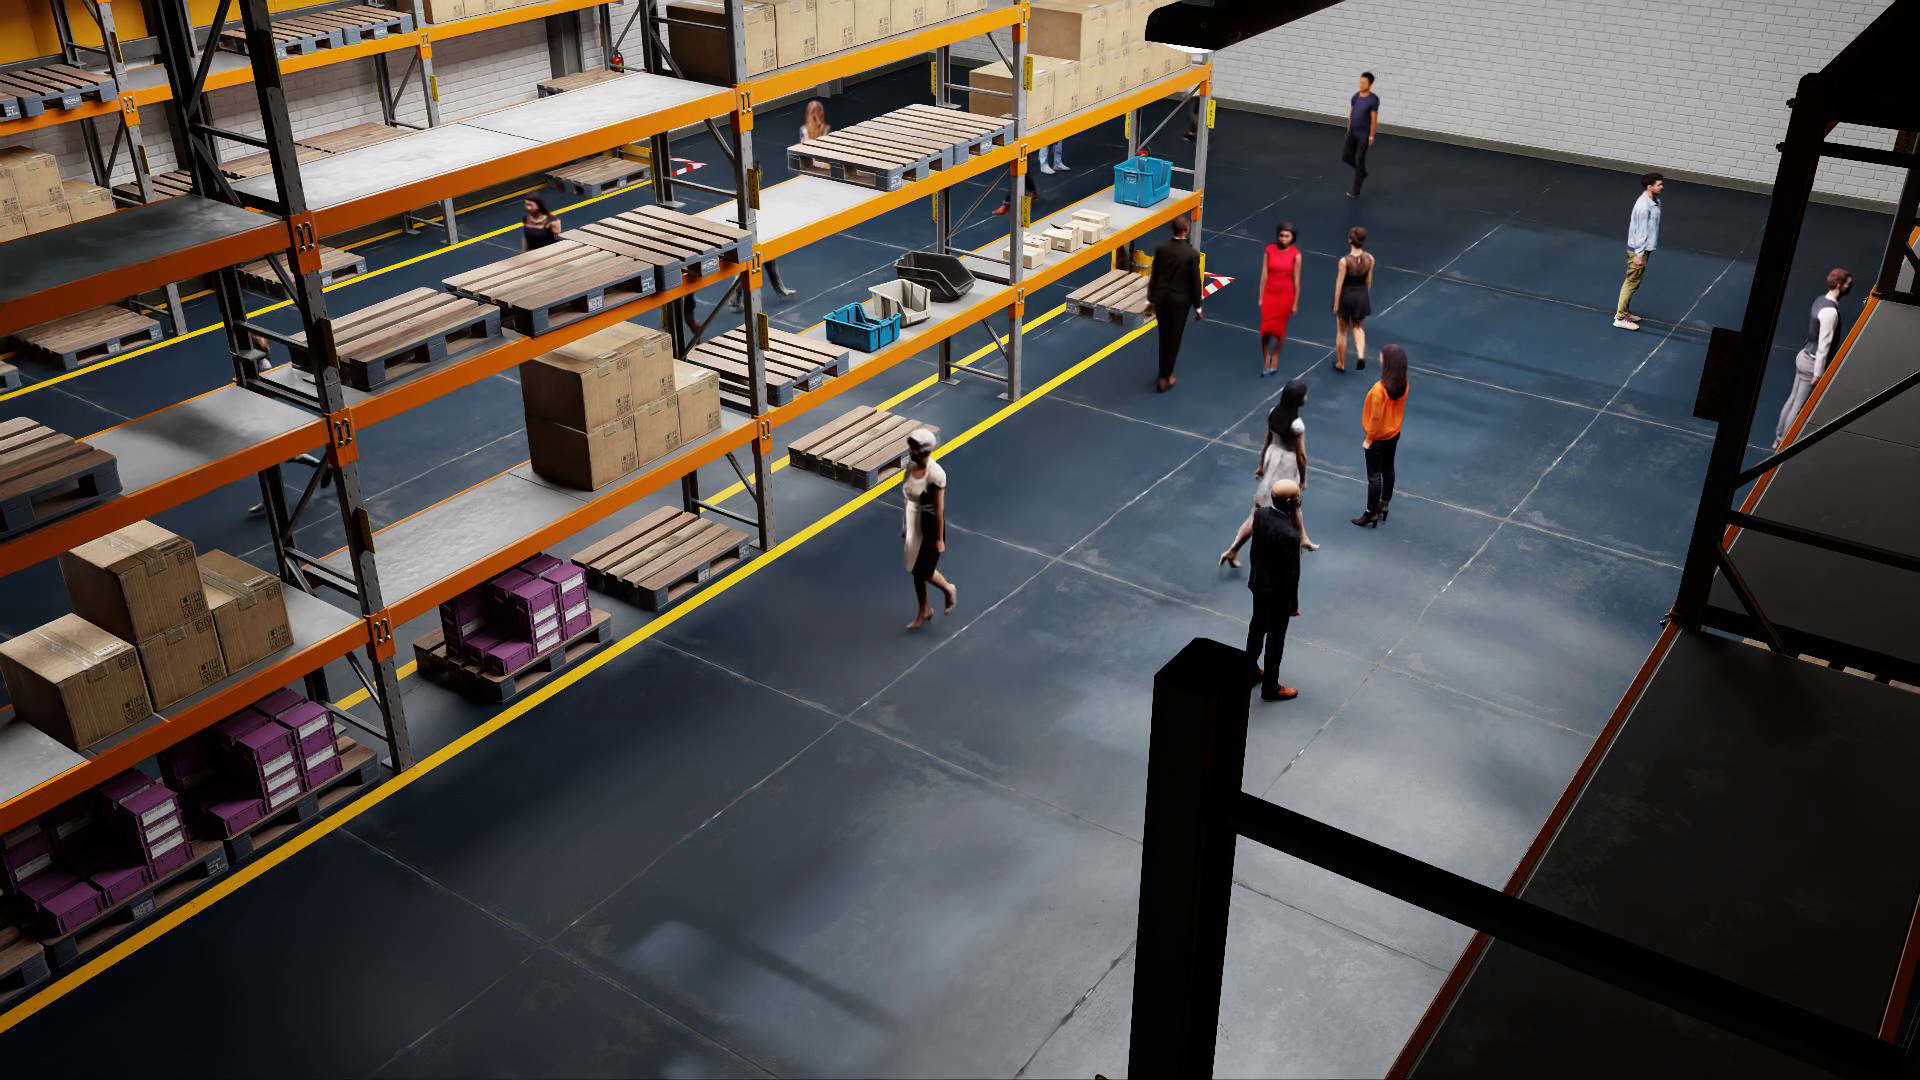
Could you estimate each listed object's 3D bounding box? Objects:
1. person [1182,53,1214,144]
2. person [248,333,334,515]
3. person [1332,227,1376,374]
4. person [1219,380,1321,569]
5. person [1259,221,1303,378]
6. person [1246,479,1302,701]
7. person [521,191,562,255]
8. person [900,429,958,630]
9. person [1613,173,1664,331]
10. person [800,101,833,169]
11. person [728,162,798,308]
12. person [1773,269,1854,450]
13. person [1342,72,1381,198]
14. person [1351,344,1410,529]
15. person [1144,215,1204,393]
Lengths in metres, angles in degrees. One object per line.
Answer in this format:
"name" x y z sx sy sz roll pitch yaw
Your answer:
"person" 3.758 -7.040 26.125 0.988 1.698 0.883 -18 33 -29
"person" -6.240 -1.122 15.196 1.141 1.775 0.793 -22 36 -35
"person" 4.258 -2.536 17.907 0.802 1.662 0.863 -5 29 -8
"person" 2.639 -0.485 14.095 1.259 1.711 1.050 -12 31 -20
"person" 3.460 -2.633 18.014 0.686 1.730 0.734 9 30 16
"person" 2.347 0.355 12.462 0.771 1.800 0.776 -12 31 -22
"person" -4.707 -3.198 19.076 0.690 1.704 0.666 14 32 24
"person" -0.209 -0.086 13.330 0.872 1.743 0.781 -20 34 -32
"person" 7.865 -3.365 19.269 0.778 1.812 0.571 12 31 21
"person" -1.913 -4.996 22.385 0.888 1.692 1.170 5 29 10
"person" -2.499 -3.559 19.722 1.188 1.719 0.985 -12 31 -20
"person" 8.254 -1.711 16.111 0.777 1.933 0.613 8 30 14
"person" 5.793 -5.819 23.804 0.853 1.778 0.786 -19 34 -30
"person" 3.793 -0.939 14.887 0.712 1.750 0.545 26 38 38
"person" 2.203 -2.464 17.543 0.767 1.884 0.822 16 33 27
